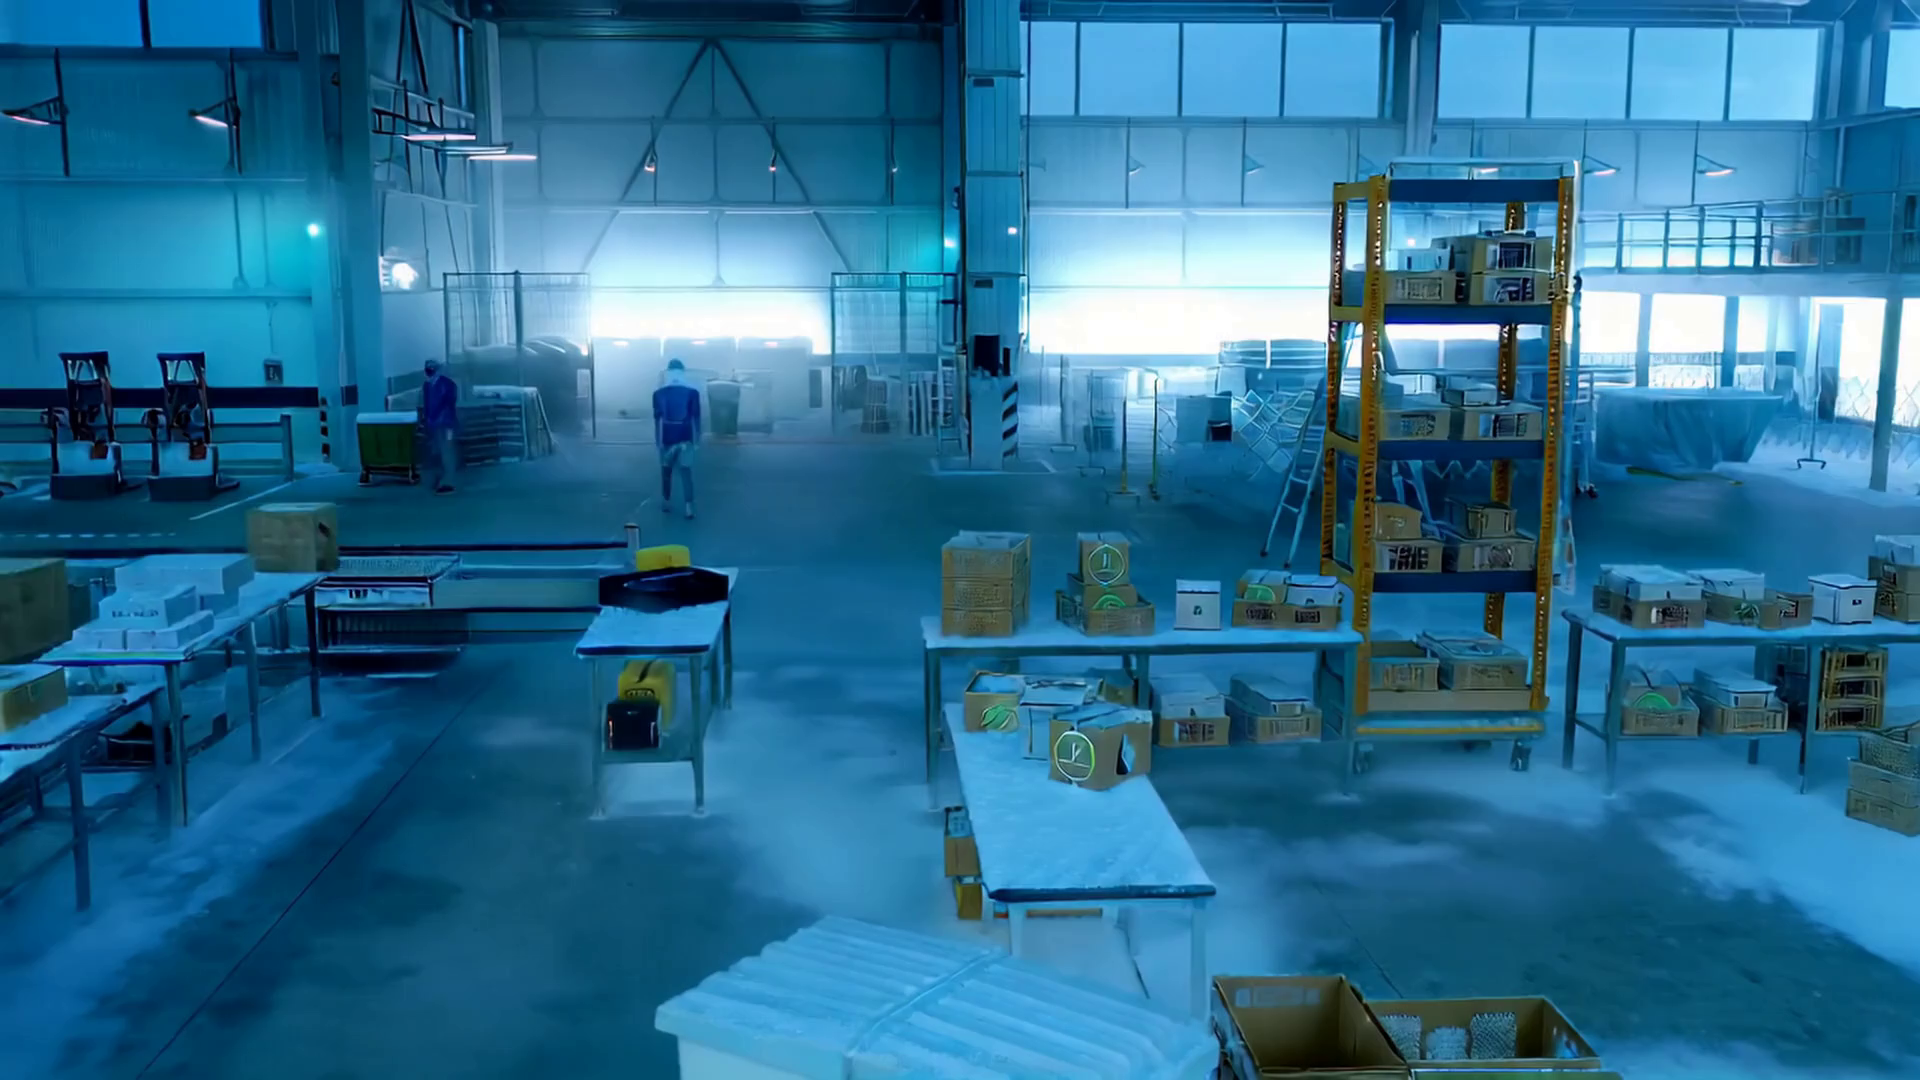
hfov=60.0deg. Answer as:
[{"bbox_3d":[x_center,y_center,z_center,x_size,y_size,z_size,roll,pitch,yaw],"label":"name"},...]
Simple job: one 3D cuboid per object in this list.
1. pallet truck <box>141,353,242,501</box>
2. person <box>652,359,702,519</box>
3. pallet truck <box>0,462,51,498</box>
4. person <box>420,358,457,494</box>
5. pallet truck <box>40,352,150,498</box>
[{"bbox_3d":[-10.520,-1.604,22.925,0.823,1.965,1.885,-1,9,-6],"label":"pallet truck"},{"bbox_3d":[-3.540,-1.268,20.869,0.636,1.986,1.066,-3,10,-21],"label":"person"},{"bbox_3d":[-13.193,-1.293,23.148,0.653,1.274,1.630,-1,9,-4],"label":"pallet truck"},{"bbox_3d":[-7.234,-1.574,23.084,0.664,1.890,0.437,5,11,31],"label":"person"},{"bbox_3d":[-11.907,-1.642,23.165,0.823,1.965,1.885,0,9,0],"label":"pallet truck"}]
